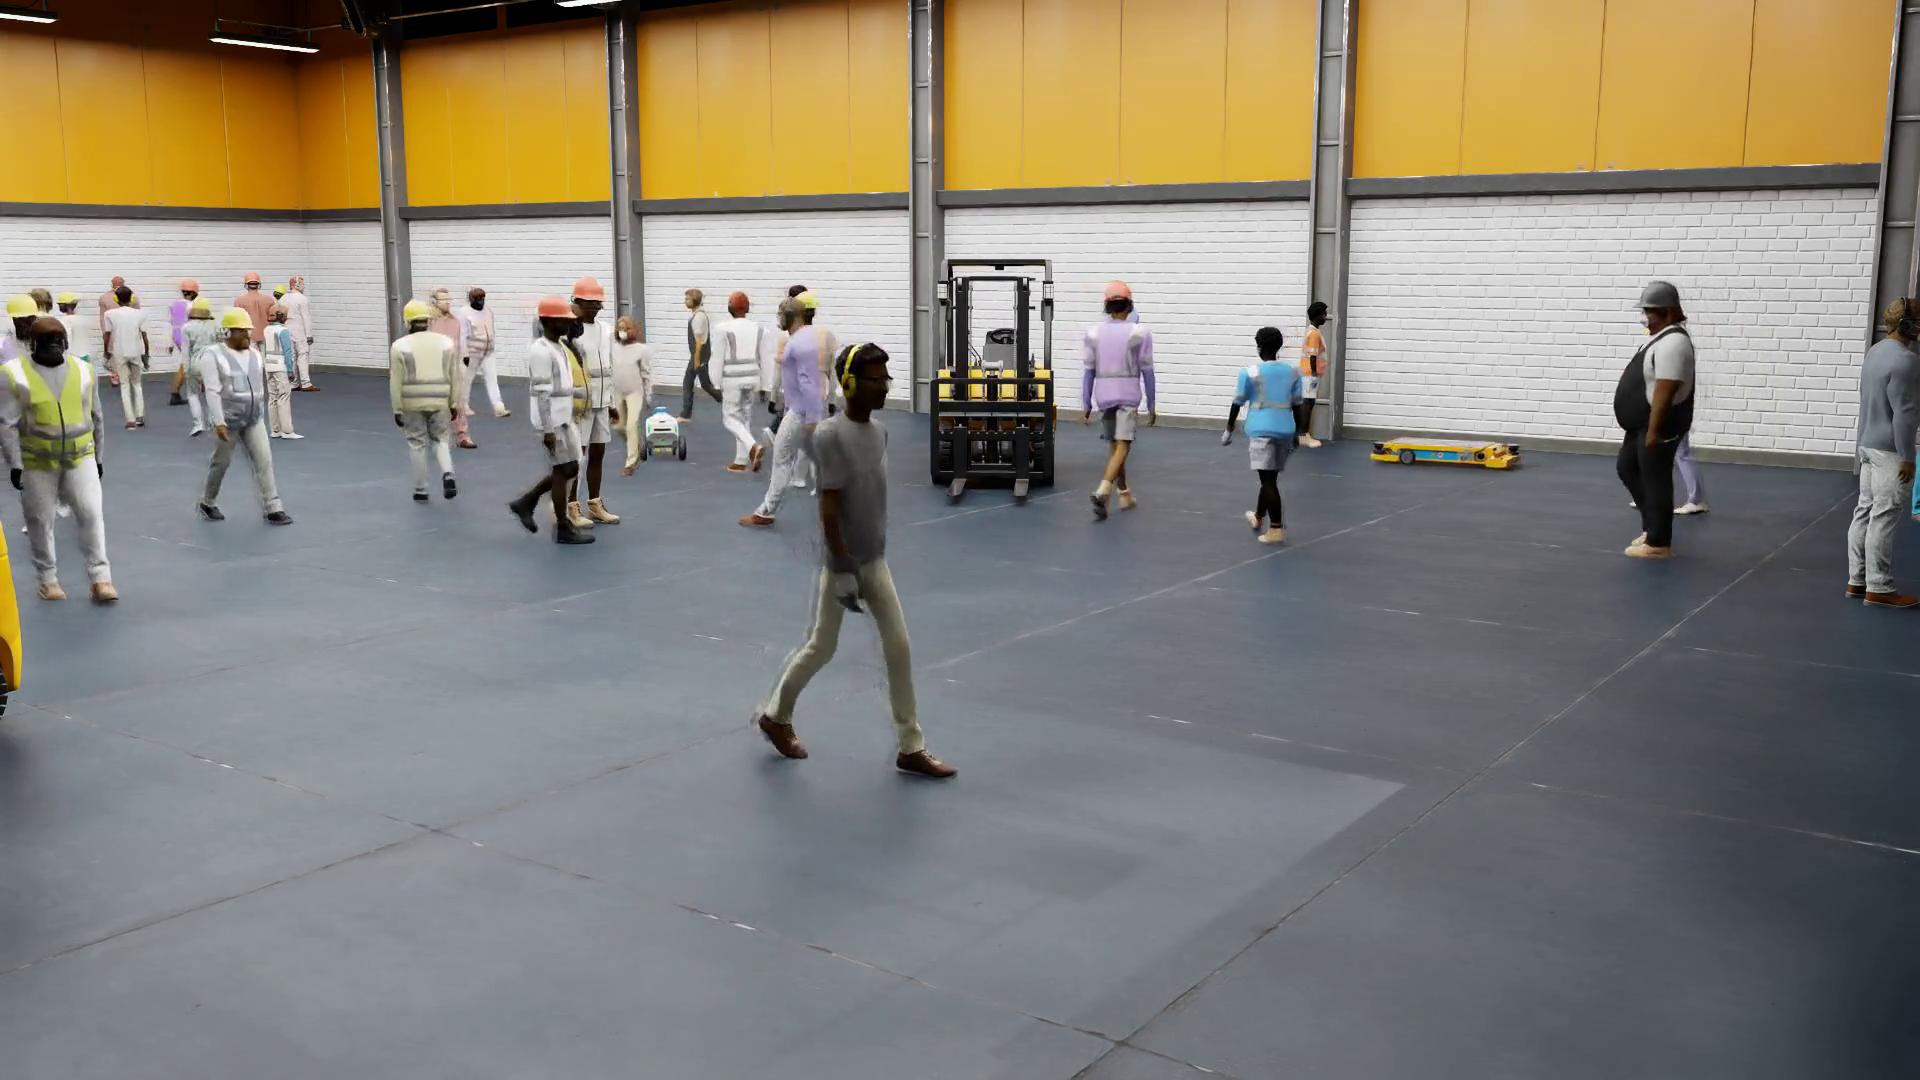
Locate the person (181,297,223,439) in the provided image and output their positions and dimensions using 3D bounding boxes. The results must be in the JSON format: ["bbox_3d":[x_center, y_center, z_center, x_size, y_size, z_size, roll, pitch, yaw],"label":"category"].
[{"bbox_3d":[-9.186,-2.081,20.201,0.496,1.727,0.402,-7,12,-34],"label":"person"}]

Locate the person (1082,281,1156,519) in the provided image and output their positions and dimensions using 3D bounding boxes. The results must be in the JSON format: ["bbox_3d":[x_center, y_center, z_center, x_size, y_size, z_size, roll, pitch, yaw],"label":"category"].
[{"bbox_3d":[1.325,-1.192,14.111,0.634,2.003,0.993,4,10,25],"label":"person"}]

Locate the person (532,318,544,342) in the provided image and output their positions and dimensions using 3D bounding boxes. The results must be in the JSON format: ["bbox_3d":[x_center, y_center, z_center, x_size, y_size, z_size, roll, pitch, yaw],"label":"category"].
[{"bbox_3d":[-5.900,-2.663,23.961,0.494,1.624,0.281,-5,11,-27],"label":"person"}]

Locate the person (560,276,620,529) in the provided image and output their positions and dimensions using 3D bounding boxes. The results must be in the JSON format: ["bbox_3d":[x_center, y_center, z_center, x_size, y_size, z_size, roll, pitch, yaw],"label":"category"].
[{"bbox_3d":[-2.992,-1.113,13.489,0.386,2.039,0.615,6,11,31],"label":"person"}]

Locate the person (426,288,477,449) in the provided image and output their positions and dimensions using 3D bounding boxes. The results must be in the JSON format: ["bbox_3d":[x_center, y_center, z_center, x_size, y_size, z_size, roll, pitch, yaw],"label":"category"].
[{"bbox_3d":[-6.042,-1.994,19.305,1.005,1.864,0.633,8,13,40],"label":"person"}]

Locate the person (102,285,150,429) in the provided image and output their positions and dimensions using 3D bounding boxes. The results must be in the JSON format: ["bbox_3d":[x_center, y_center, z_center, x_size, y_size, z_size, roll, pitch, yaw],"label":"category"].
[{"bbox_3d":[-10.785,-2.355,21.482,0.534,1.848,0.676,-7,12,-37],"label":"person"}]

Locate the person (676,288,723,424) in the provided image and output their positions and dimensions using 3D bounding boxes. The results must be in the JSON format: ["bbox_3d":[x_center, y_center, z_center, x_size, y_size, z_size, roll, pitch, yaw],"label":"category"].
[{"bbox_3d":[-3.388,-2.426,22.006,0.877,1.816,0.512,-3,10,-16],"label":"person"}]

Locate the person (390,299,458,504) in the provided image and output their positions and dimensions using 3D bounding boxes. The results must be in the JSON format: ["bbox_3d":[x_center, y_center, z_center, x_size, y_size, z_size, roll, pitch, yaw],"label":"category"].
[{"bbox_3d":[-4.734,-1.212,14.722,0.611,1.821,0.492,-7,12,-36],"label":"person"}]

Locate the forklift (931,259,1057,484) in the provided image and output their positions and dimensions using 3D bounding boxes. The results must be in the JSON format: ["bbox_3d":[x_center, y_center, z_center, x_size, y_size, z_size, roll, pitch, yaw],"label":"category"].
[{"bbox_3d":[0.370,-1.738,16.759,1.214,2.155,2.313,1,10,3],"label":"forklift"}]

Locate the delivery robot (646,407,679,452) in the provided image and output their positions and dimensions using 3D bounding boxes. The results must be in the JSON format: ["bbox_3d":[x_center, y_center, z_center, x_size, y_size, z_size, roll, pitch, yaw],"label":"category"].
[{"bbox_3d":[-3.266,-1.212,18.218,0.477,0.478,0.707,-2,10,-11],"label":"delivery robot"}]

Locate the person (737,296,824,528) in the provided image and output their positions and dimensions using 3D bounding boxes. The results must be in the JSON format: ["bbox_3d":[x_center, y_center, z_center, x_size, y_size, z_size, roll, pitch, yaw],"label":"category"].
[{"bbox_3d":[-1.265,-1.030,13.506,1.033,1.888,0.631,-1,10,-4],"label":"person"}]

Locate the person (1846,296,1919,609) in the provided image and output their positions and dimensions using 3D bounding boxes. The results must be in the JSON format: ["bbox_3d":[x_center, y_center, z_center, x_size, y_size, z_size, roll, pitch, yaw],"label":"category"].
[{"bbox_3d":[5.833,-0.548,10.433,0.373,1.940,0.630,1,10,9],"label":"person"}]

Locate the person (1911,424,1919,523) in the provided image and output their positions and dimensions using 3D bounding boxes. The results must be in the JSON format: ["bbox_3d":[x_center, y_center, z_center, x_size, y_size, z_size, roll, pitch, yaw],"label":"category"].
[{"bbox_3d":[8.122,-1.047,13.701,0.564,1.838,0.390,-3,10,-16],"label":"person"}]

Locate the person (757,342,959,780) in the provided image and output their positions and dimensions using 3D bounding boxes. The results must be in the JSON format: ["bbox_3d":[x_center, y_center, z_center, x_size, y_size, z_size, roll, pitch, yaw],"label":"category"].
[{"bbox_3d":[-0.477,0.078,7.034,0.953,1.834,0.516,7,12,36],"label":"person"}]

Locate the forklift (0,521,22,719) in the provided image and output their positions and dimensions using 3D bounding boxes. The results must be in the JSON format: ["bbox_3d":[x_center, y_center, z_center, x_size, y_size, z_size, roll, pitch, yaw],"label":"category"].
[{"bbox_3d":[-5.296,-0.090,6.943,1.214,2.155,2.313,7,12,35],"label":"forklift"}]

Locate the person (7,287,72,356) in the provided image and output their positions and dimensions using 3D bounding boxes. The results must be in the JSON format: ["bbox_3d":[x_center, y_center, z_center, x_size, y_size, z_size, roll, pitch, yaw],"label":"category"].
[{"bbox_3d":[-9.565,-1.681,17.330,0.630,1.899,0.985,-2,10,-9],"label":"person"}]

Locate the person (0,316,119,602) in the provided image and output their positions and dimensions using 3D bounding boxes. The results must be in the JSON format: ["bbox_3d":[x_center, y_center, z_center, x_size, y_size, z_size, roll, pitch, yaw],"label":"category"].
[{"bbox_3d":[-5.655,-0.484,10.437,0.642,1.812,0.823,-9,13,-42],"label":"person"}]

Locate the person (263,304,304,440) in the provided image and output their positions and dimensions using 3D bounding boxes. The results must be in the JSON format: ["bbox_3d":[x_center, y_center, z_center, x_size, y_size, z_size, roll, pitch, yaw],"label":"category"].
[{"bbox_3d":[-8.251,-2.036,20.182,0.513,1.639,0.313,8,12,39],"label":"person"}]

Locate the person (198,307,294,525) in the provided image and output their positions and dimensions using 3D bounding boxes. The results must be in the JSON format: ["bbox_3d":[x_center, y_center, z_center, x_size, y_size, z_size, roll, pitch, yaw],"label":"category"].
[{"bbox_3d":[-5.964,-1.015,13.676,0.931,1.792,0.590,6,11,32],"label":"person"}]

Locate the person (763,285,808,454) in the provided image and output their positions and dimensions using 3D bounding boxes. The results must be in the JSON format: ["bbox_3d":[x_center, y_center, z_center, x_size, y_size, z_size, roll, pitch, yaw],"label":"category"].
[{"bbox_3d":[-1.855,-1.881,18.486,0.578,1.901,0.618,-5,11,-29],"label":"person"}]

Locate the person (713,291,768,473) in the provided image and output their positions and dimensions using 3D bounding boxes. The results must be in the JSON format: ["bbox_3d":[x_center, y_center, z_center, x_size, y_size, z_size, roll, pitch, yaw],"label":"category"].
[{"bbox_3d":[-2.174,-1.567,16.715,0.576,1.866,0.696,-8,12,-38],"label":"person"}]

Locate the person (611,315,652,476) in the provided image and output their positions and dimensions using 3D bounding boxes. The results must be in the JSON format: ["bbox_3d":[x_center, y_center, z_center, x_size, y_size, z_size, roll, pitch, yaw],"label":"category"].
[{"bbox_3d":[-3.359,-1.476,16.899,0.508,1.616,0.608,2,10,12],"label":"person"}]

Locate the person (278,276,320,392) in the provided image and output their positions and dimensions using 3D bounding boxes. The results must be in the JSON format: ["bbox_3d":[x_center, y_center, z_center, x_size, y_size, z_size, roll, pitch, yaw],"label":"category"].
[{"bbox_3d":[-10.959,-3.409,27.584,0.637,1.904,0.403,5,11,29],"label":"person"}]

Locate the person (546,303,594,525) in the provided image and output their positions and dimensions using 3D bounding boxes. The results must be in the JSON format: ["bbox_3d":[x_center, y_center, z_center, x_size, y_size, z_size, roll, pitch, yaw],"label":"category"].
[{"bbox_3d":[-3.132,-0.986,13.362,0.458,1.822,0.652,5,11,26],"label":"person"}]

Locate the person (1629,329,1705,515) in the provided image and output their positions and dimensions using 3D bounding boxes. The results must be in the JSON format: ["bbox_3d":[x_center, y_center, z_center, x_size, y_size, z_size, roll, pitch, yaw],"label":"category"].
[{"bbox_3d":[6.046,-1.068,14.152,0.705,1.723,0.541,3,10,17],"label":"person"}]

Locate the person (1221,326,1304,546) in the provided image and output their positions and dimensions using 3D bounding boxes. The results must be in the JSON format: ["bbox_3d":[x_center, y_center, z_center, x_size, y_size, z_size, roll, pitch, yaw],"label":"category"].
[{"bbox_3d":[2.336,-0.815,12.858,0.558,1.643,0.863,-3,10,-19],"label":"person"}]

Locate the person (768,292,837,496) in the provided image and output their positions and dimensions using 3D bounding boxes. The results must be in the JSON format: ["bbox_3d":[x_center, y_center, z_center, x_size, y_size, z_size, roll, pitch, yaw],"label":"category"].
[{"bbox_3d":[-1.428,-1.360,15.470,0.605,1.880,0.979,-6,11,-33],"label":"person"}]

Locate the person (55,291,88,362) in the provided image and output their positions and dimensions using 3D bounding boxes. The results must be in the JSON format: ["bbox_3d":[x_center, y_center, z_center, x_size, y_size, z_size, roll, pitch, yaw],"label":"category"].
[{"bbox_3d":[-11.963,-2.454,22.334,0.598,1.741,0.541,0,10,1],"label":"person"}]

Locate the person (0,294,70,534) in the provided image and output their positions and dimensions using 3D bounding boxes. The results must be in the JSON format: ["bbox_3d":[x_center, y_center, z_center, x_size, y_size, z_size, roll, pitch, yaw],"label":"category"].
[{"bbox_3d":[-7.458,-1.032,13.434,0.590,1.908,0.709,-3,10,-16],"label":"person"}]

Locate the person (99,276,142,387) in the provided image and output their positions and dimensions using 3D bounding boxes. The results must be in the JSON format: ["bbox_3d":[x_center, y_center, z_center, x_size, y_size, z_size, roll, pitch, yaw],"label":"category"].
[{"bbox_3d":[-14.442,-3.587,28.658,0.638,1.900,0.403,-5,11,-27],"label":"person"}]

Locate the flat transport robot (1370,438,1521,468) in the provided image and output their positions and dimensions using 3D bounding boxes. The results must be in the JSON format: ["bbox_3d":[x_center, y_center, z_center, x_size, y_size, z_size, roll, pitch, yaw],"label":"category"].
[{"bbox_3d":[5.175,-0.941,17.729,1.431,0.197,0.652,6,11,30],"label":"flat transport robot"}]

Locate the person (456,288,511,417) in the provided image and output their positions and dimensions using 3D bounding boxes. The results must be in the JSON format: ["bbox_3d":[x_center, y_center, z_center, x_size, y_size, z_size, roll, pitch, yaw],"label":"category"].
[{"bbox_3d":[-6.663,-2.585,23.012,0.981,1.790,0.648,8,12,38],"label":"person"}]

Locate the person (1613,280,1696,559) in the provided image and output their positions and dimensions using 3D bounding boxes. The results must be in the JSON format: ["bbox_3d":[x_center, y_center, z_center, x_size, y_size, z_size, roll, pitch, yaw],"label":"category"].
[{"bbox_3d":[5.027,-0.875,12.077,0.538,2.000,0.713,3,10,18],"label":"person"}]

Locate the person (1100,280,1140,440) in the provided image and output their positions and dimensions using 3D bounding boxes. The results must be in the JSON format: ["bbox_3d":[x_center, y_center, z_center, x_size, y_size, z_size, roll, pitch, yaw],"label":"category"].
[{"bbox_3d":[1.906,-2.171,20.112,0.542,1.933,0.372,-8,13,-40],"label":"person"}]

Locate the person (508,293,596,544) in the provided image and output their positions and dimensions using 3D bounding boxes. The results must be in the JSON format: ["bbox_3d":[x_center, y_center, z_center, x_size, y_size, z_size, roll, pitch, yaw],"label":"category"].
[{"bbox_3d":[-3.137,-0.914,12.660,0.608,1.919,0.548,1,10,5],"label":"person"}]

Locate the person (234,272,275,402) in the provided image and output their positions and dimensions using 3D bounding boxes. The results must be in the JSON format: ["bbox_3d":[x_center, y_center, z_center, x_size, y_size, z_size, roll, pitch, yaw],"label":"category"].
[{"bbox_3d":[-10.713,-3.076,25.318,0.623,1.992,0.396,-8,12,-39],"label":"person"}]

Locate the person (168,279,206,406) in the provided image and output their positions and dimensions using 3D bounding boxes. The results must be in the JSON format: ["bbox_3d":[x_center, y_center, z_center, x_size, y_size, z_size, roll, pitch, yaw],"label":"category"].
[{"bbox_3d":[-11.622,-2.990,25.156,0.561,1.873,1.010,5,11,29],"label":"person"}]

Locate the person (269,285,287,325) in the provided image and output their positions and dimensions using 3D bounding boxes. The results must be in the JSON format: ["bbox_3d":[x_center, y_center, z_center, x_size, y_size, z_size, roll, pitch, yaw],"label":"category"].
[{"bbox_3d":[-11.366,-3.391,27.913,0.521,1.758,0.349,2,10,14],"label":"person"}]

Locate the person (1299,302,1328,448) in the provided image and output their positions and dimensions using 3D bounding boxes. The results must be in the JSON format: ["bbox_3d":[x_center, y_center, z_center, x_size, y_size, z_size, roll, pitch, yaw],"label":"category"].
[{"bbox_3d":[4.102,-1.917,19.324,0.318,1.691,0.532,1,10,8],"label":"person"}]
